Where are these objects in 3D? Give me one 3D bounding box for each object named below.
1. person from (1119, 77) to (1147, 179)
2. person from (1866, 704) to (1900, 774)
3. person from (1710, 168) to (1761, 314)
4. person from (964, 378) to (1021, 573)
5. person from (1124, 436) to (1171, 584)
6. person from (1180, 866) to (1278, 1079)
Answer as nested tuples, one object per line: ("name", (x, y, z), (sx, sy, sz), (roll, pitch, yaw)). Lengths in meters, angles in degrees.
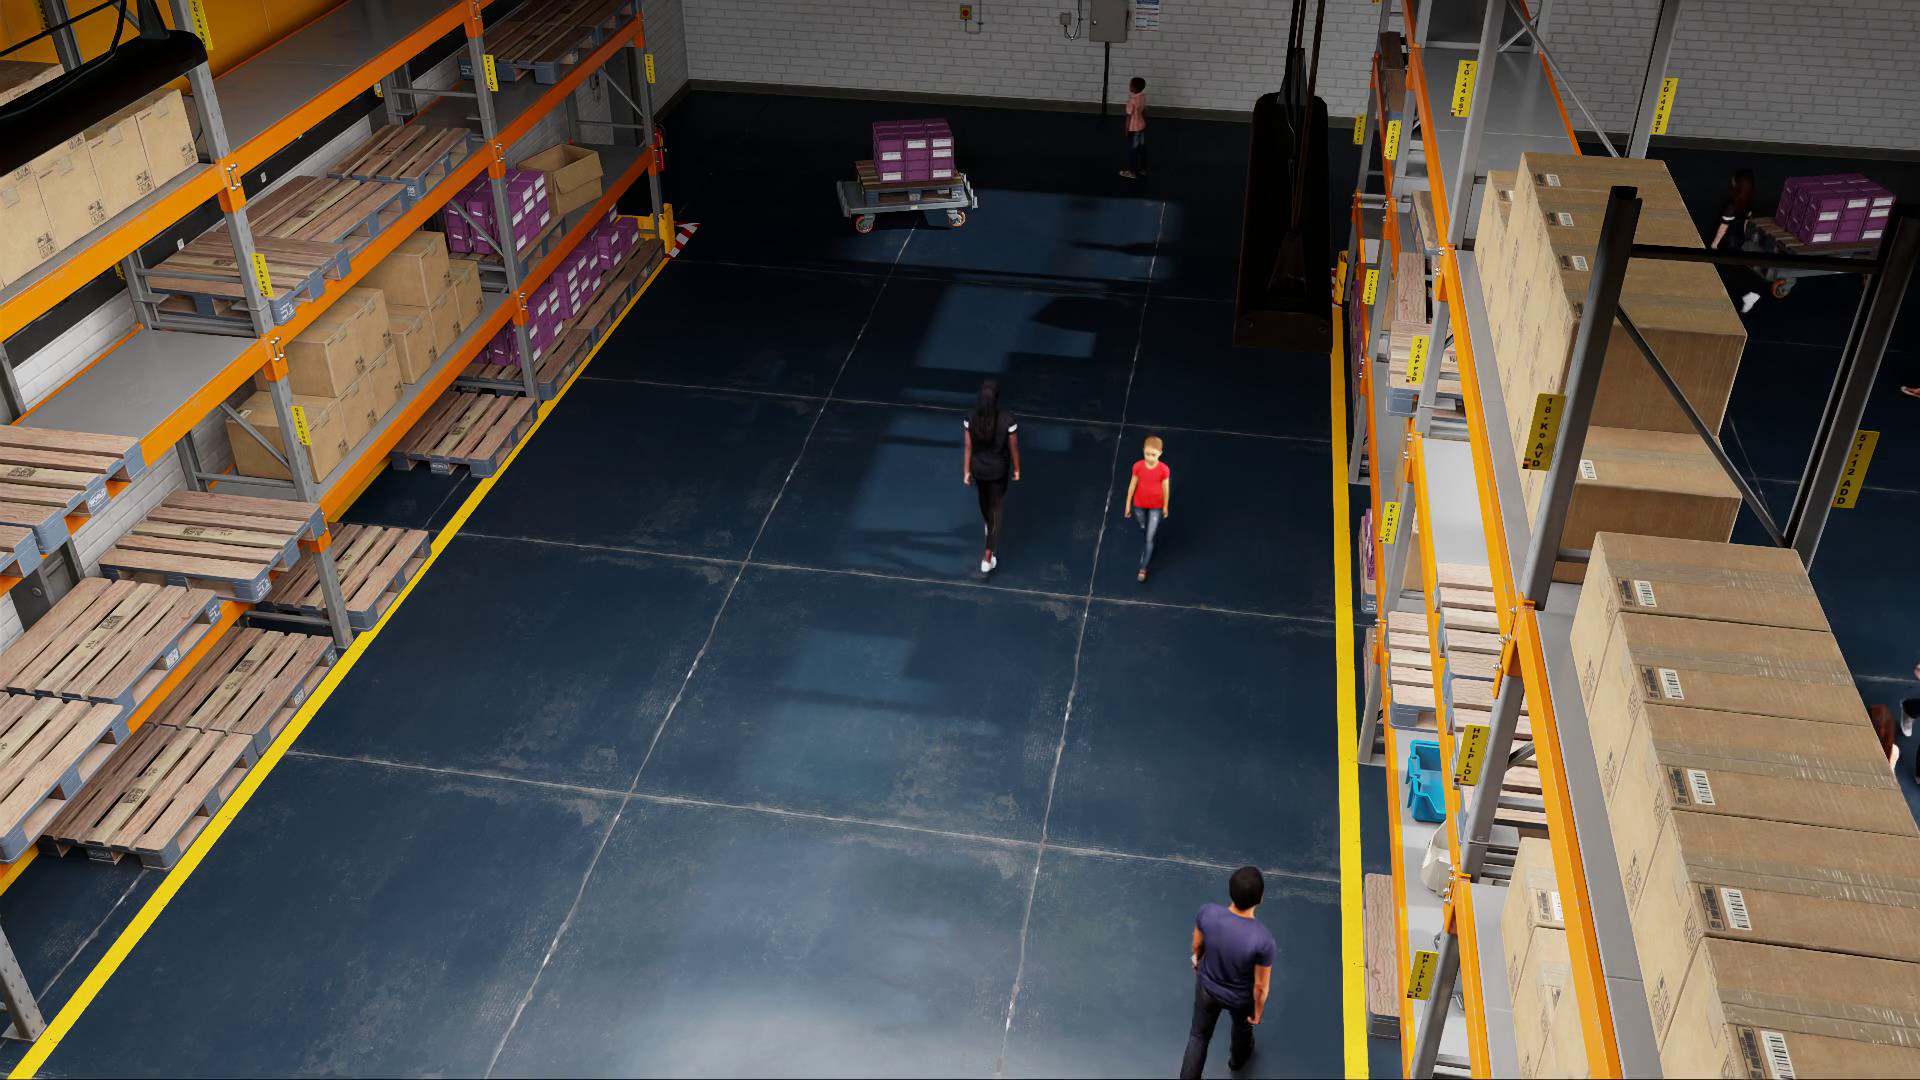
("person", (2.303, -5.379, 21.655), (0.640, 1.303, 0.555), (29, 43, 36))
("person", (5.792, 1.723, 10.837), (0.697, 1.451, 0.996), (0, 34, 0))
("person", (8.450, -3.227, 18.134), (1.054, 1.619, 1.040), (-27, 42, -34))
("person", (0.254, -0.527, 14.012), (0.675, 1.685, 1.154), (8, 35, 12))
("person", (1.609, -0.330, 14.075), (0.601, 1.286, 0.870), (12, 35, 17))
("person", (1.445, 2.553, 9.308), (0.842, 1.761, 1.145), (15, 36, 21))
